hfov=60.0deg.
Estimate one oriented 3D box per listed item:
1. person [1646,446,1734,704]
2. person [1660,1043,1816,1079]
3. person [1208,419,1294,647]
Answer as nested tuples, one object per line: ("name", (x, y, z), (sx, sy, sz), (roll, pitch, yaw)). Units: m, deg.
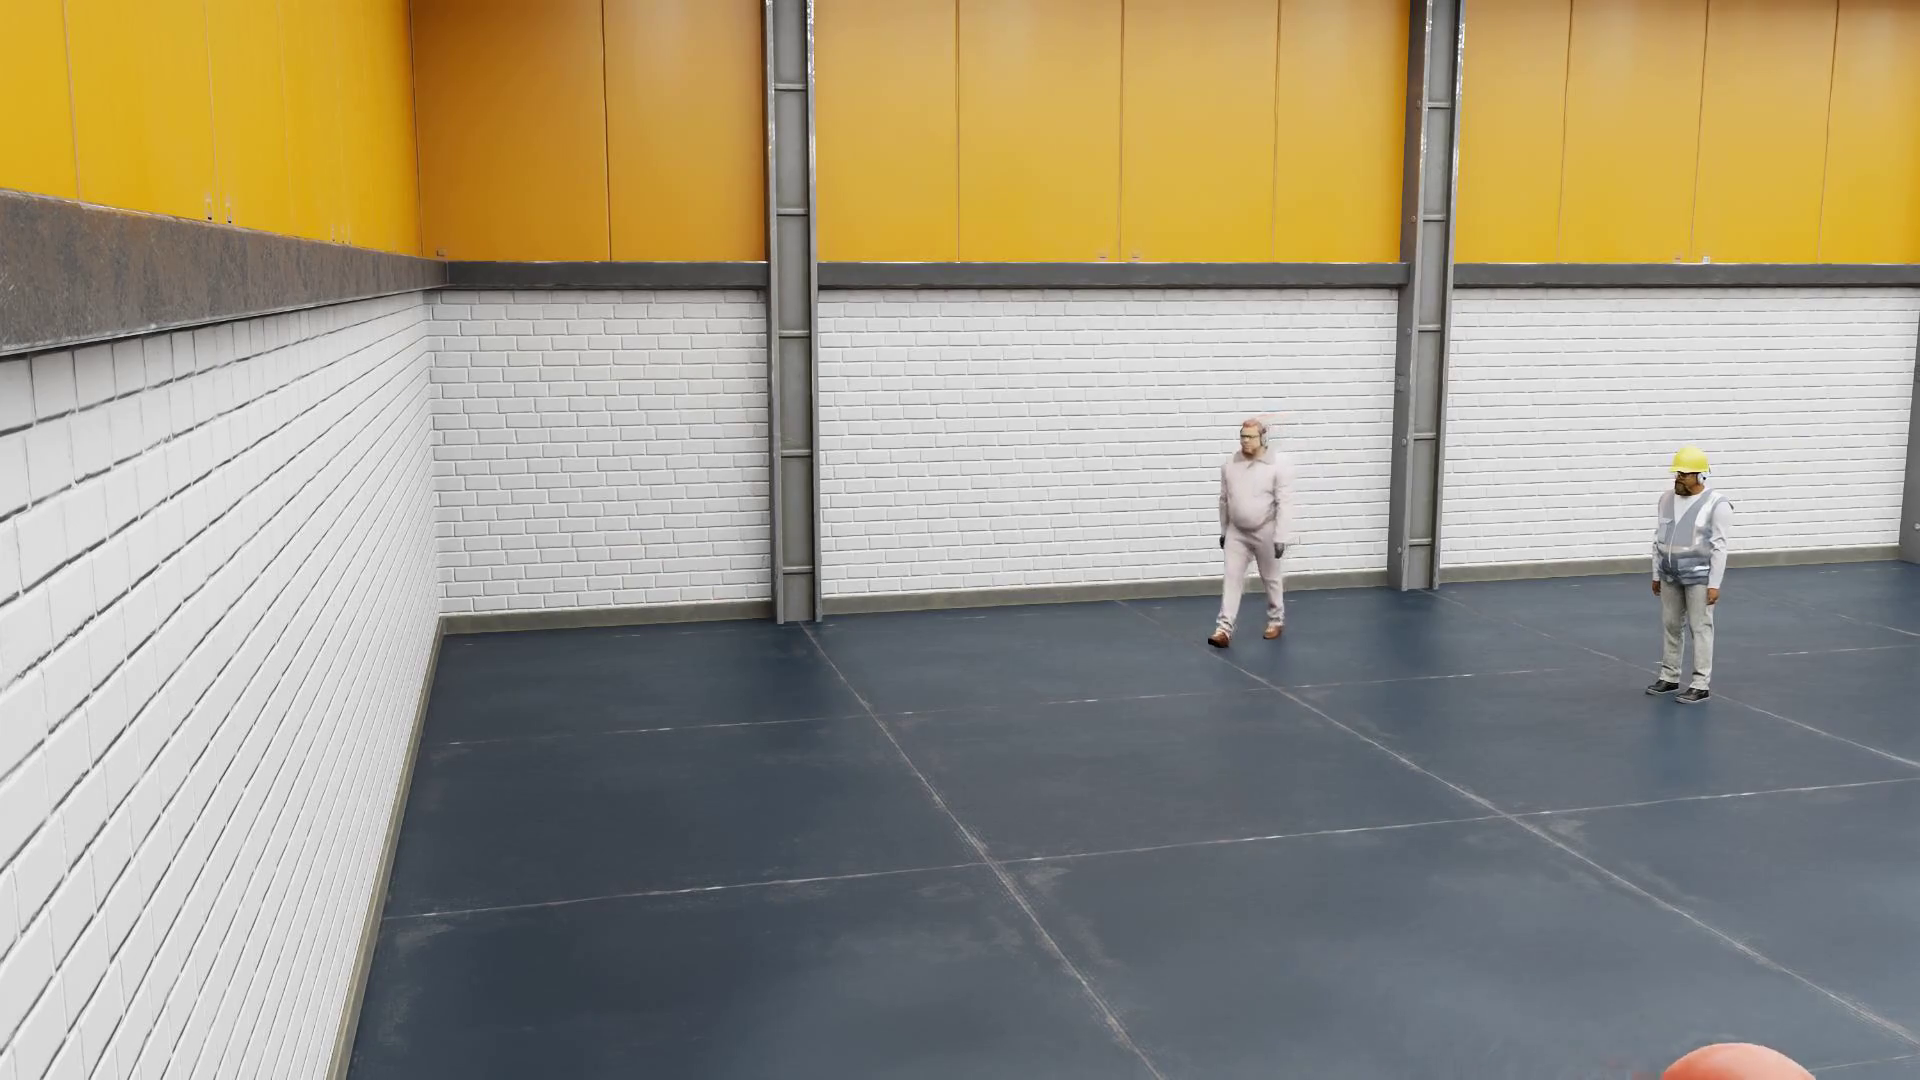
("person", (5.147, 0.245, 11.790), (0.404, 1.824, 0.586), (-5, 10, -29))
("person", (1.007, 1.655, 2.515), (0.620, 1.976, 0.809), (-5, 10, -27))
("person", (2.384, -0.060, 13.576), (0.688, 1.852, 1.003), (6, 11, 34))
